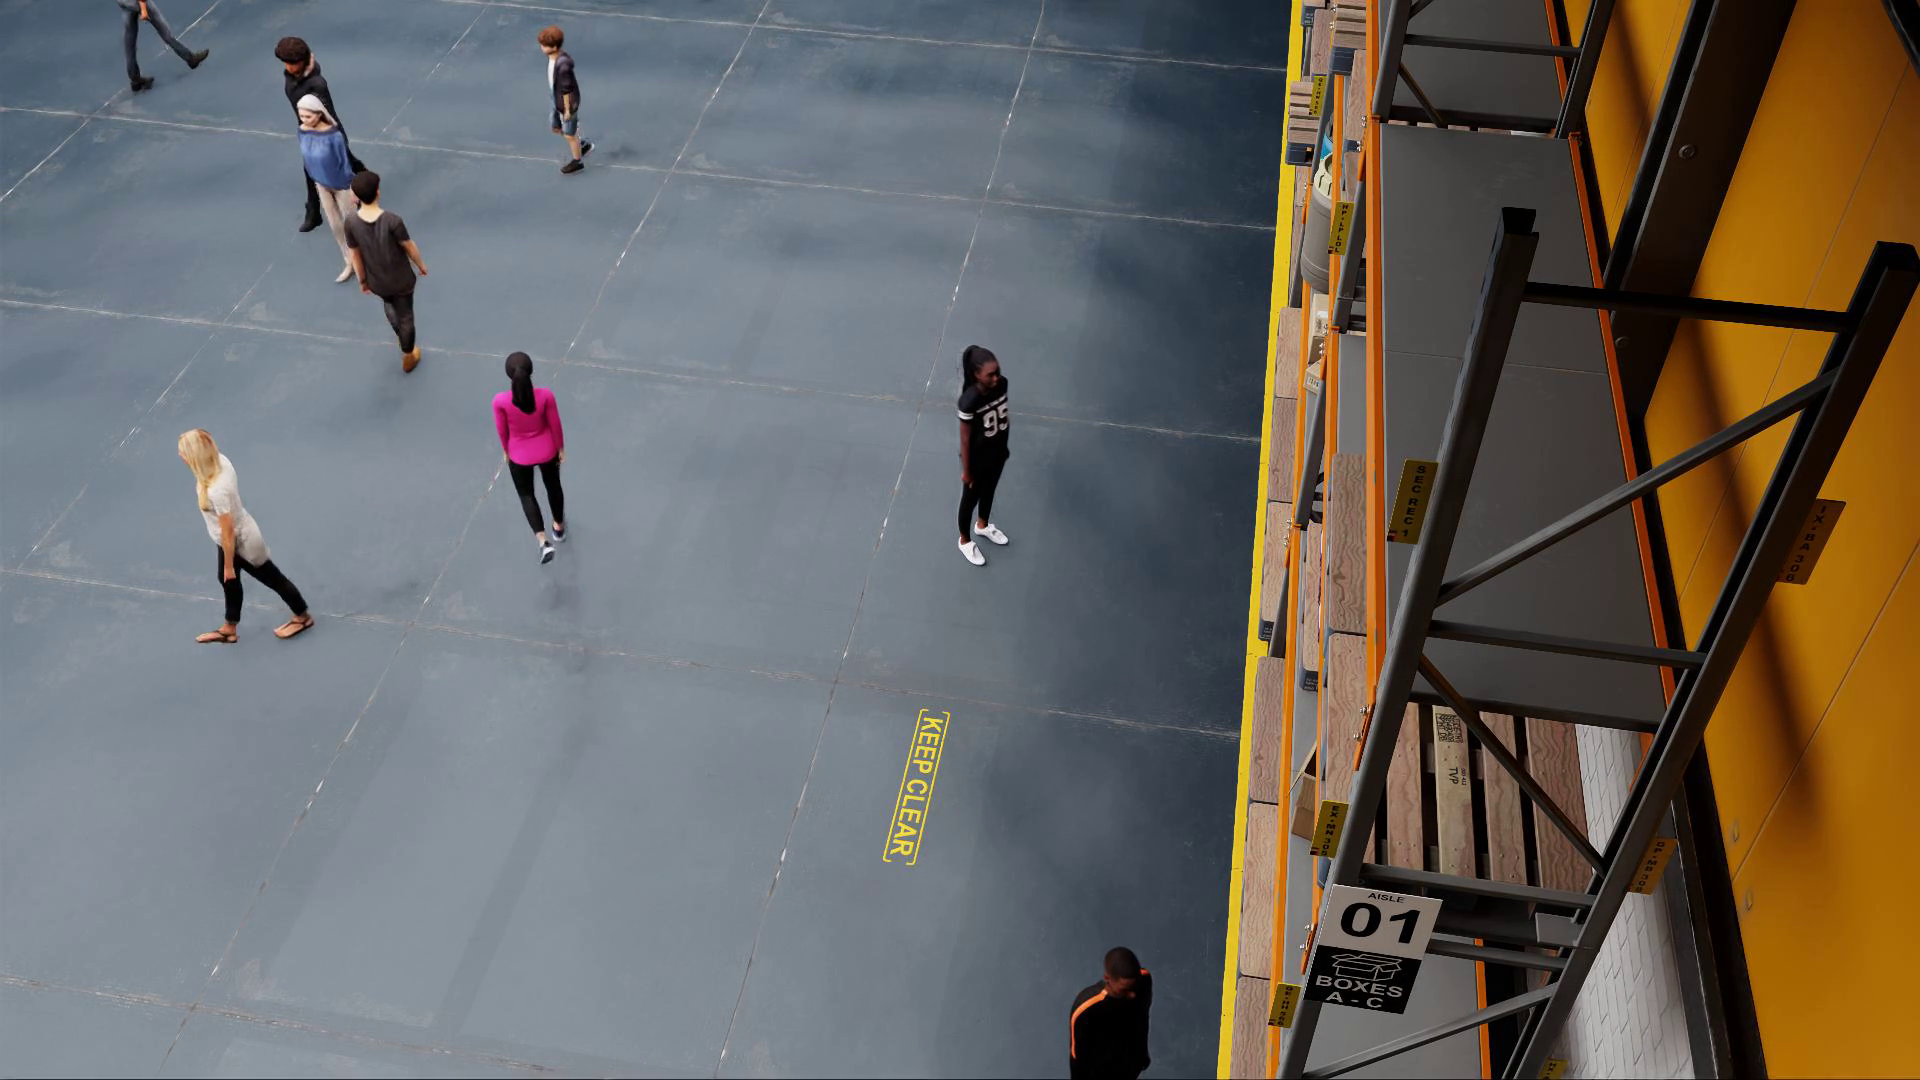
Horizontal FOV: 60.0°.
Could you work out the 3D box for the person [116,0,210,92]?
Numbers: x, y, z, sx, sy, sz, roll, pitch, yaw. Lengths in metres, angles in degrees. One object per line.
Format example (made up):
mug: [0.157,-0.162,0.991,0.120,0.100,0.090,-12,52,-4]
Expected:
person: [-8.176,-5.244,16.316,0.938,1.729,1.184,24,49,23]

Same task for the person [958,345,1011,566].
person: [0.164,-0.600,11.442,0.758,1.729,0.650,30,51,28]

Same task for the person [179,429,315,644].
person: [-4.560,-0.024,10.783,1.041,1.804,1.020,-21,47,-21]

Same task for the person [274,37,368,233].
person: [-5.541,-3.620,14.614,0.775,1.725,1.120,18,47,18]

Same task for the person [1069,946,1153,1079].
person: [0.715,2.522,8.106,0.694,1.809,0.751,-25,49,-24]

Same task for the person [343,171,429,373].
person: [-4.484,-2.049,12.985,0.668,1.698,0.809,3,44,3]

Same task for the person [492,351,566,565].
person: [-2.918,-0.535,11.414,0.830,1.682,0.991,-12,45,-12]

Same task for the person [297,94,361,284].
person: [-5.197,-3.013,14.010,0.755,1.690,0.940,18,46,18]

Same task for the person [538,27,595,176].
person: [-3.581,-4.048,15.269,0.746,1.442,0.685,-19,47,-19]
